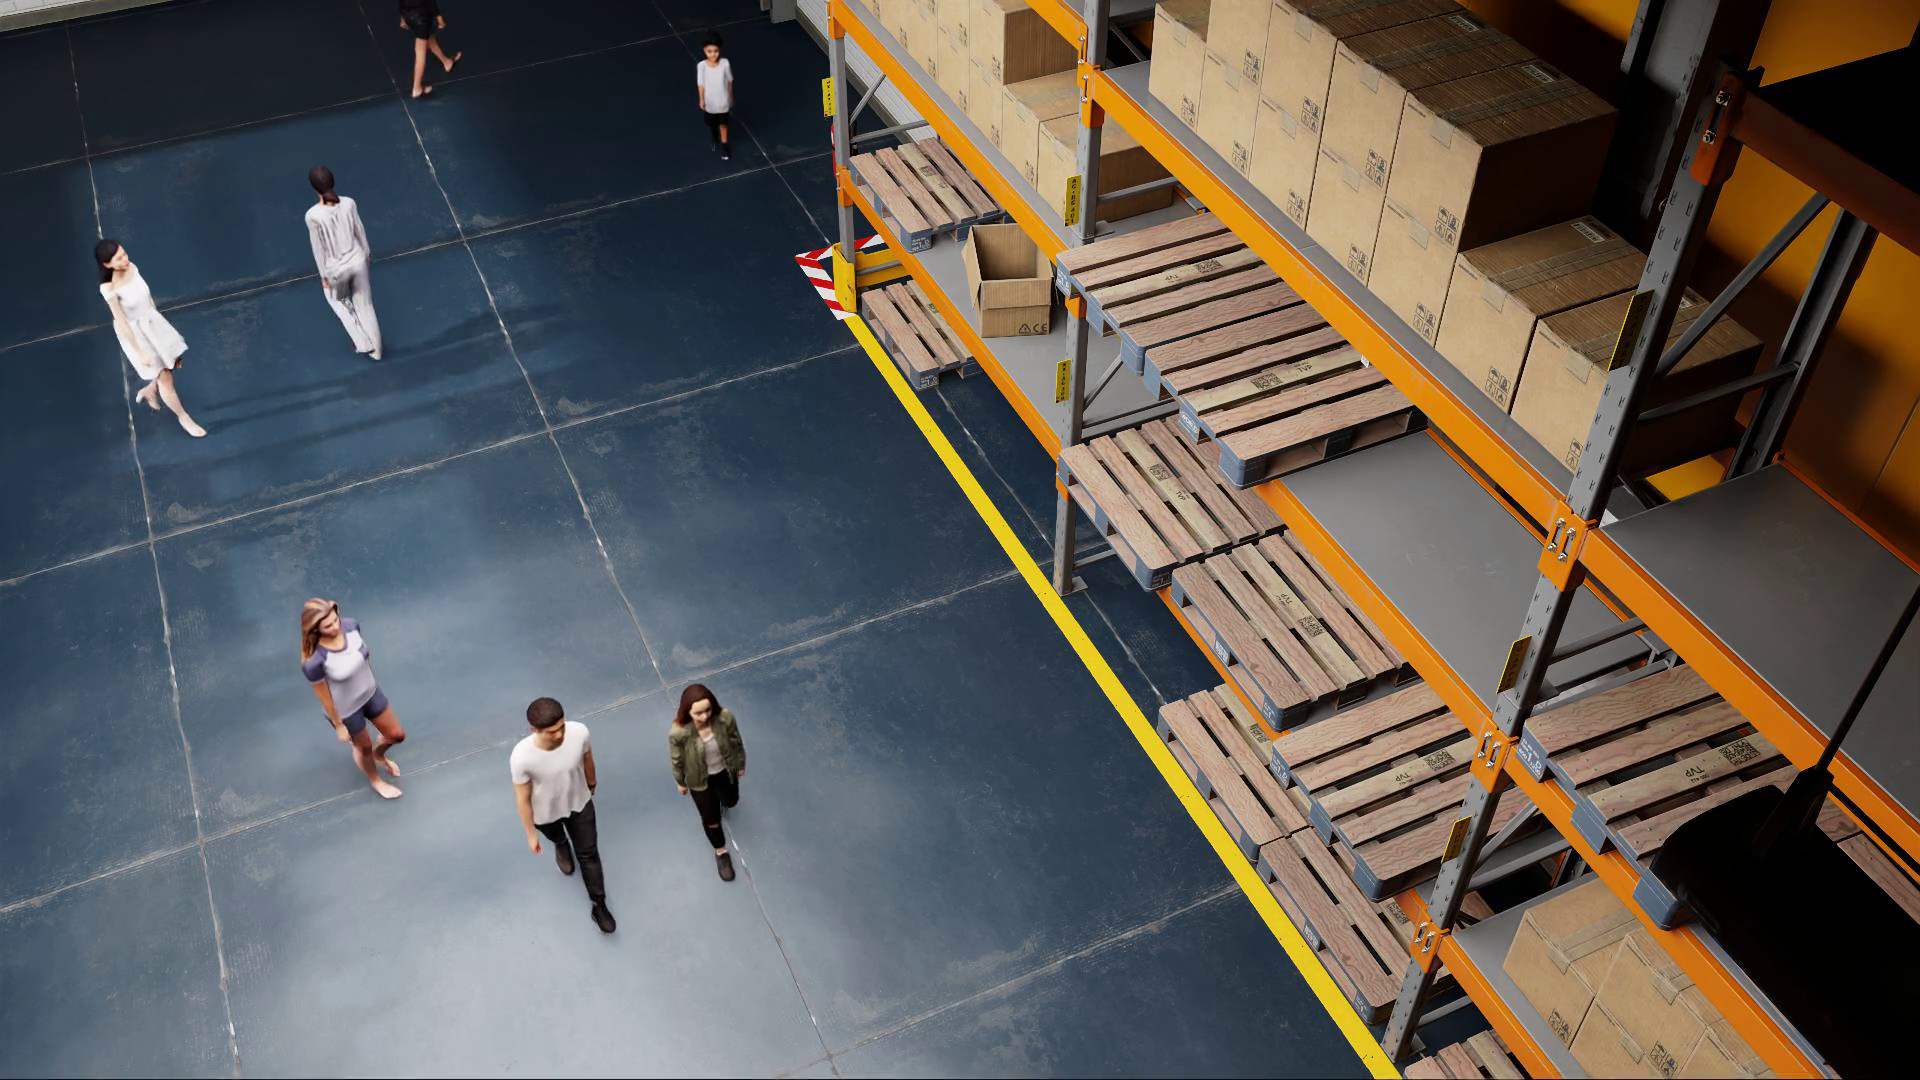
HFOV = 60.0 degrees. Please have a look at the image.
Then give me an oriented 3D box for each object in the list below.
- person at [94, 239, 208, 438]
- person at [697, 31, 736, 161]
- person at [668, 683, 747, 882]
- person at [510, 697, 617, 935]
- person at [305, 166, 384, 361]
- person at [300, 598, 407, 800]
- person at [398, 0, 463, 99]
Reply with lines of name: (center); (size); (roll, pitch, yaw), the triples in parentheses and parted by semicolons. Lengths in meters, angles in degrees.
person: (-6.225, -1.517, 12.608); (0.950, 1.764, 0.905); (9, 44, 10)
person: (-2.332, -4.275, 15.871); (0.565, 1.256, 0.643); (-7, 44, -8)
person: (-1.489, 1.335, 9.838); (0.585, 1.455, 0.869); (-17, 46, -17)
person: (-2.334, 1.444, 9.568); (0.629, 1.671, 1.065); (-17, 46, -17)
person: (-4.866, -2.141, 13.266); (0.680, 1.760, 0.689); (-29, 51, -27)
person: (-3.728, 0.952, 10.050); (0.767, 1.717, 0.724); (22, 48, 22)
person: (-5.464, -5.176, 16.630); (1.049, 1.514, 0.997); (22, 48, 22)
